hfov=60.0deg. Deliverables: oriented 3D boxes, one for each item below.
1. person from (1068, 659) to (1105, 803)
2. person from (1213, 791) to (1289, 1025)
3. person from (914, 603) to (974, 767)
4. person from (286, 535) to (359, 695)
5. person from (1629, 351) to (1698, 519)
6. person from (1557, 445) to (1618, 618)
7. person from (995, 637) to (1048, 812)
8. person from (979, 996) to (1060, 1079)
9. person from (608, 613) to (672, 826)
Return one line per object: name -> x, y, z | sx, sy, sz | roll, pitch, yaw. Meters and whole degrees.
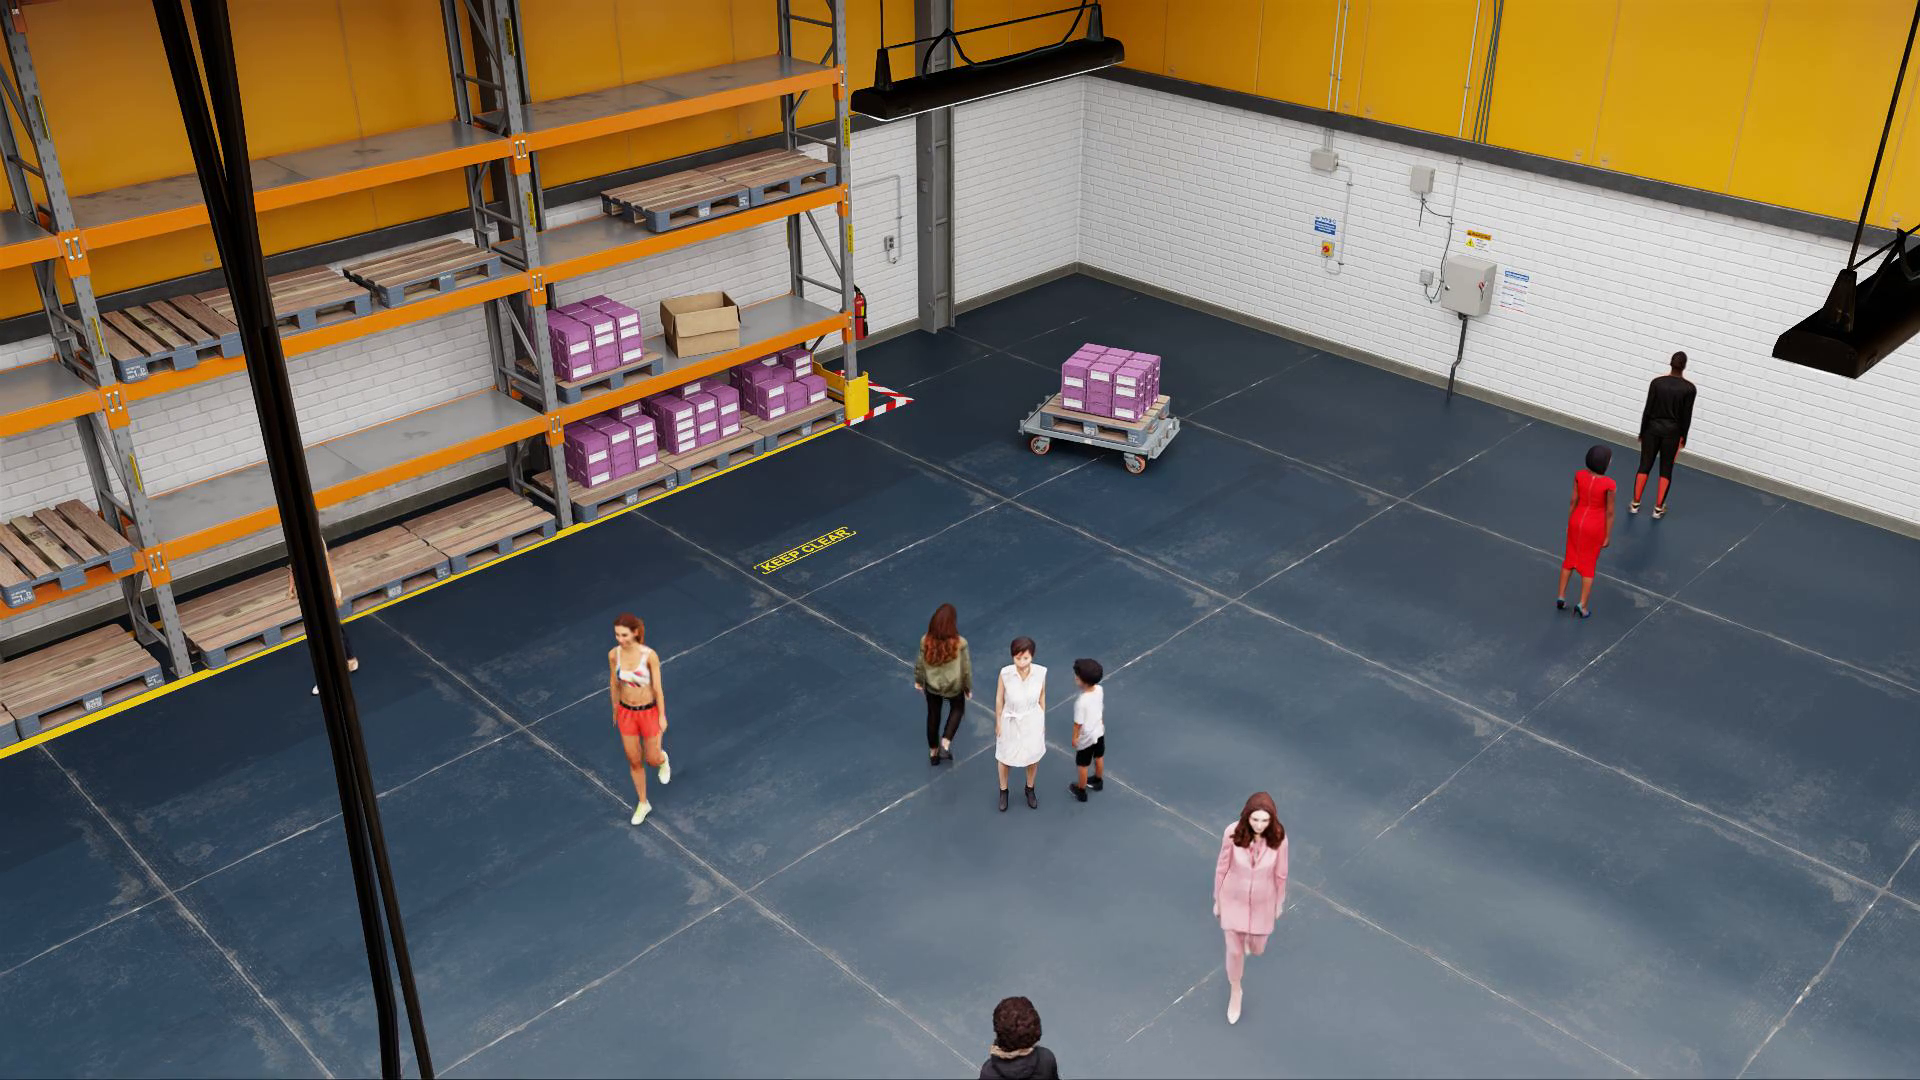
person -> 1.024, 1.488, 13.059 | 0.567, 1.252, 0.430 | 24, 37, 37
person -> 1.908, 2.331, 10.961 | 0.910, 1.782, 1.032 | 6, 29, 10
person -> -0.128, 1.205, 13.350 | 0.757, 1.469, 0.780 | 5, 29, 8
person -> -5.484, 0.421, 14.475 | 0.616, 1.769, 0.748 | 23, 36, 36
person -> 7.288, -1.109, 17.240 | 0.681, 1.808, 0.631 | 14, 31, 23
person -> 5.811, -0.085, 15.430 | 0.492, 1.743, 0.568 | -24, 37, -37
person -> 0.475, 1.412, 12.883 | 0.626, 1.555, 0.705 | -3, 29, -6
person -> 0.356, 3.298, 9.200 | 0.812, 1.770, 0.862 | -8, 30, -14
person -> -2.441, 1.314, 12.828 | 0.869, 1.778, 0.969 | 4, 29, 8
